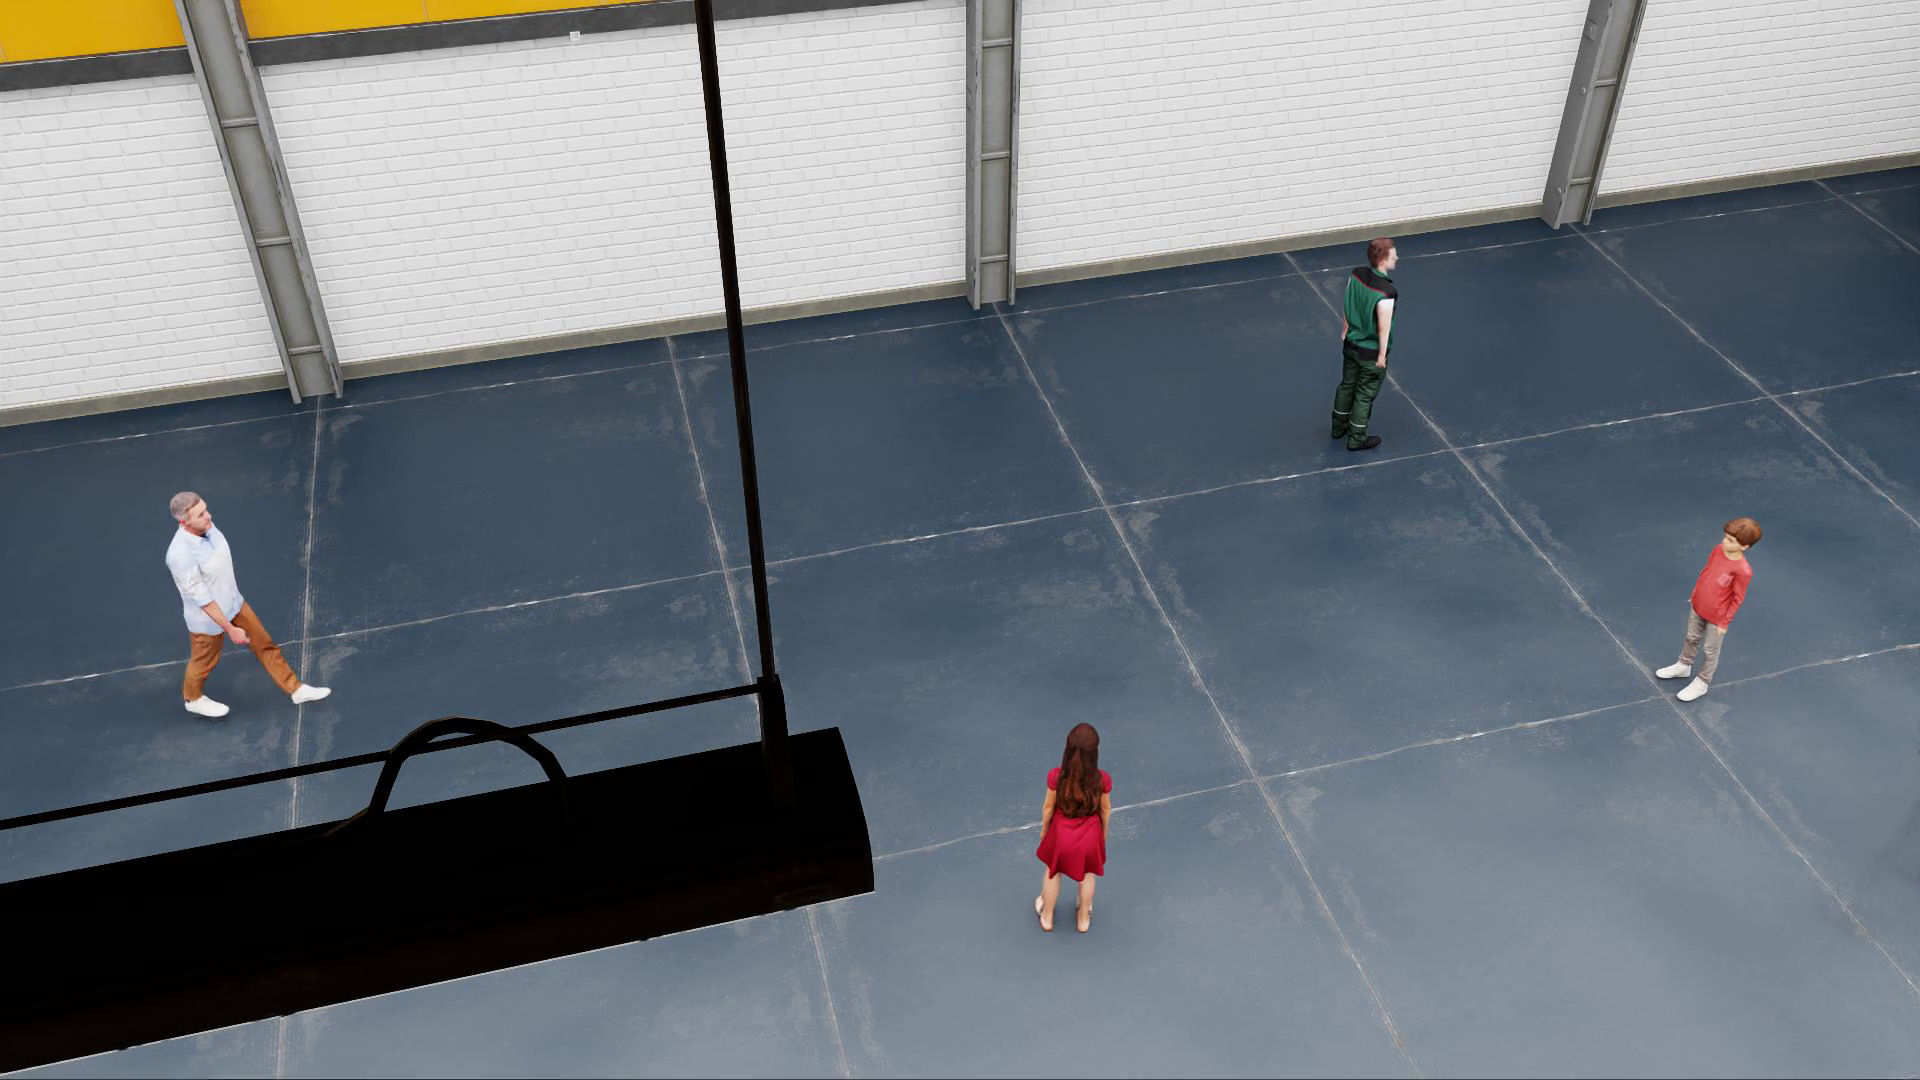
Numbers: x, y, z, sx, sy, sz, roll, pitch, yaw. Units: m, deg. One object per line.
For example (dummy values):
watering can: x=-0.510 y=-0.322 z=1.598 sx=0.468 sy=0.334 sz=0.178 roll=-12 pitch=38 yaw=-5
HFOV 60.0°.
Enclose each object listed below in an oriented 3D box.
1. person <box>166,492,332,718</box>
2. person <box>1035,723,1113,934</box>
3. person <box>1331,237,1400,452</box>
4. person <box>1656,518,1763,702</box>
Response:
person: x=-4.864 y=0.469 z=10.678 sx=1.278 sy=1.777 sz=0.955 roll=2 pitch=39 yaw=3
person: x=0.647 y=1.647 z=9.388 sx=0.615 sy=1.546 sz=0.689 roll=-1 pitch=39 yaw=-1
person: x=3.221 y=-1.557 z=13.163 sx=0.655 sy=1.841 sz=0.698 roll=-19 pitch=42 yaw=-22
person: x=4.996 y=0.440 z=11.003 sx=0.486 sy=1.416 sz=0.518 roll=-11 pitch=40 yaw=-13
